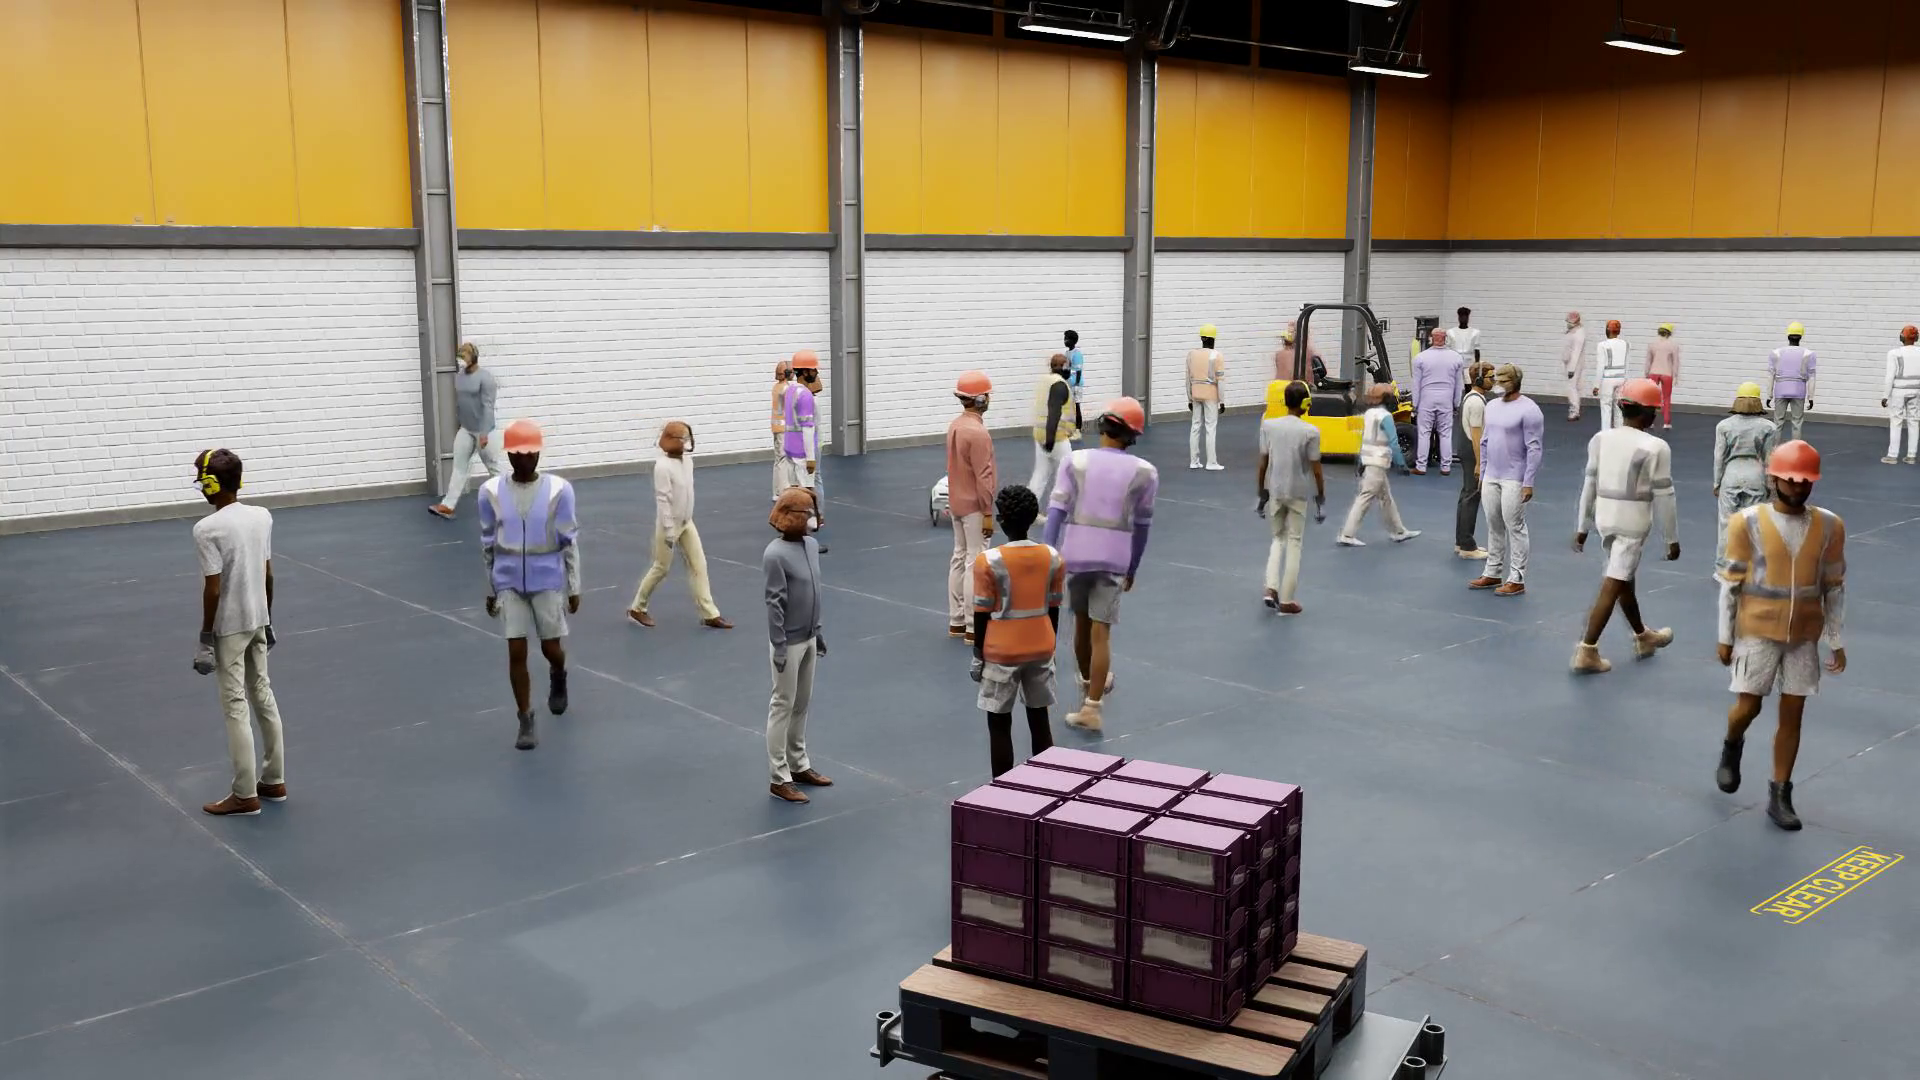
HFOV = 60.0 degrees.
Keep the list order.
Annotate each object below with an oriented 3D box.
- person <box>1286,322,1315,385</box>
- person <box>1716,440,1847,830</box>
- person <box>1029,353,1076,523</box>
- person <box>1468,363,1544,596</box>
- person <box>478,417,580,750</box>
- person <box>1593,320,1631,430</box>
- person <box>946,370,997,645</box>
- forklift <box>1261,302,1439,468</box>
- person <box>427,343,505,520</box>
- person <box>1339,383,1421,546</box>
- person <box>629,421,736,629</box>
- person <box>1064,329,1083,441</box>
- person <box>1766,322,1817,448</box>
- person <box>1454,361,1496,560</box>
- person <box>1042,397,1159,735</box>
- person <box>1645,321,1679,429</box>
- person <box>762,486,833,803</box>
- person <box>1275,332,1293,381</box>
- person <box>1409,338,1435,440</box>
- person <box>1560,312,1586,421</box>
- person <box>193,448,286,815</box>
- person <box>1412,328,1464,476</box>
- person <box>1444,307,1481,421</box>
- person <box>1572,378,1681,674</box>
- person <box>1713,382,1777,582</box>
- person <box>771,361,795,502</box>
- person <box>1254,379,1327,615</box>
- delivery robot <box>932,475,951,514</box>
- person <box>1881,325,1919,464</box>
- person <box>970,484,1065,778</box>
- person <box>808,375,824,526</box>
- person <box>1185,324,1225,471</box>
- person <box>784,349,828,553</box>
[{"bbox_3d":[4.875,-2.184,23.854,0.439,1.884,0.653,-1,10,-8],"label":"person"},{"bbox_3d":[4.095,0.447,8.310,0.568,1.923,0.597,1,10,9],"label":"person"},{"bbox_3d":[1.068,-1.065,17.580,0.884,1.784,0.695,-2,10,-13],"label":"person"},{"bbox_3d":[4.548,-0.505,13.844,0.355,1.936,0.636,-4,11,-23],"label":"person"},{"bbox_3d":[-2.485,0.226,9.654,0.547,1.919,0.638,-1,10,-8],"label":"person"},{"bbox_3d":[9.581,-2.296,24.490,0.575,1.882,0.360,-4,10,-20],"label":"person"},{"bbox_3d":[0.098,-0.238,12.102,0.372,1.996,0.622,-4,10,-22],"label":"person"},{"bbox_3d":[5.320,-2.157,22.763,2.313,2.155,1.214,3,10,16],"label":"forklift"},{"bbox_3d":[-5.233,-1.148,17.746,0.658,1.885,1.001,6,12,33],"label":"person"},{"bbox_3d":[4.088,-0.729,16.153,0.870,1.588,0.533,-1,10,-6],"label":"person"},{"bbox_3d":[-2.149,-0.112,12.556,0.828,1.593,0.513,4,11,23],"label":"person"},{"bbox_3d":[1.709,-2.367,25.445,0.317,1.696,0.540,-3,10,-17],"label":"person"},{"bbox_3d":[11.192,-1.963,22.415,0.594,1.924,0.373,6,11,31],"label":"person"},{"bbox_3d":[4.809,-0.743,15.502,0.333,1.844,0.515,2,10,9],"label":"person"},{"bbox_3d":[0.843,0.129,10.039,0.675,1.969,0.892,2,10,9],"label":"person"},{"bbox_3d":[11.431,-2.682,27.113,0.527,1.766,0.347,7,12,37],"label":"person"},{"bbox_3d":[-0.849,0.530,8.666,0.286,1.635,0.497,4,10,21],"label":"person"},{"bbox_3d":[4.872,-2.224,24.510,0.828,1.722,0.517,-6,11,-30],"label":"person"},{"bbox_3d":[7.177,-2.465,25.608,0.429,1.840,0.629,-3,10,-18],"label":"person"},{"bbox_3d":[10.520,-2.995,28.643,0.407,1.874,0.797,2,10,11],"label":"person"},{"bbox_3d":[-3.664,0.462,8.401,0.329,1.865,0.507,3,10,16],"label":"person"},{"bbox_3d":[6.122,-1.774,21.394,0.641,1.900,0.403,1,10,3],"label":"person"},{"bbox_3d":[8.571,-3.000,28.408,0.611,1.955,0.400,3,10,17],"label":"person"},{"bbox_3d":[4.578,-0.096,11.296,1.050,1.984,0.646,-5,11,-25],"label":"person"},{"bbox_3d":[6.756,-0.492,14.354,0.484,1.738,0.305,4,11,23],"label":"person"},{"bbox_3d":[-1.995,-1.217,18.914,0.312,1.633,0.520,-4,11,-23],"label":"person"},{"bbox_3d":[2.597,-0.323,13.015,0.568,1.851,0.375,7,12,37],"label":"person"},{"bbox_3d":[-0.092,-0.502,17.594,0.477,0.478,0.707,1,10,6],"label":"delivery robot"},{"bbox_3d":[12.812,-1.965,22.547,0.584,1.882,0.337,0,10,1],"label":"person"},{"bbox_3d":[0.287,0.565,8.307,0.530,1.689,0.322,-6,11,-32],"label":"person"},{"bbox_3d":[-1.570,-0.958,17.376,0.285,1.636,0.498,-3,10,-16],"label":"person"},{"bbox_3d":[3.239,-1.874,21.890,0.588,1.927,0.370,8,13,40],"label":"person"},{"bbox_3d":[-1.479,-0.841,15.807,0.377,1.938,0.547,-4,11,-23],"label":"person"}]
